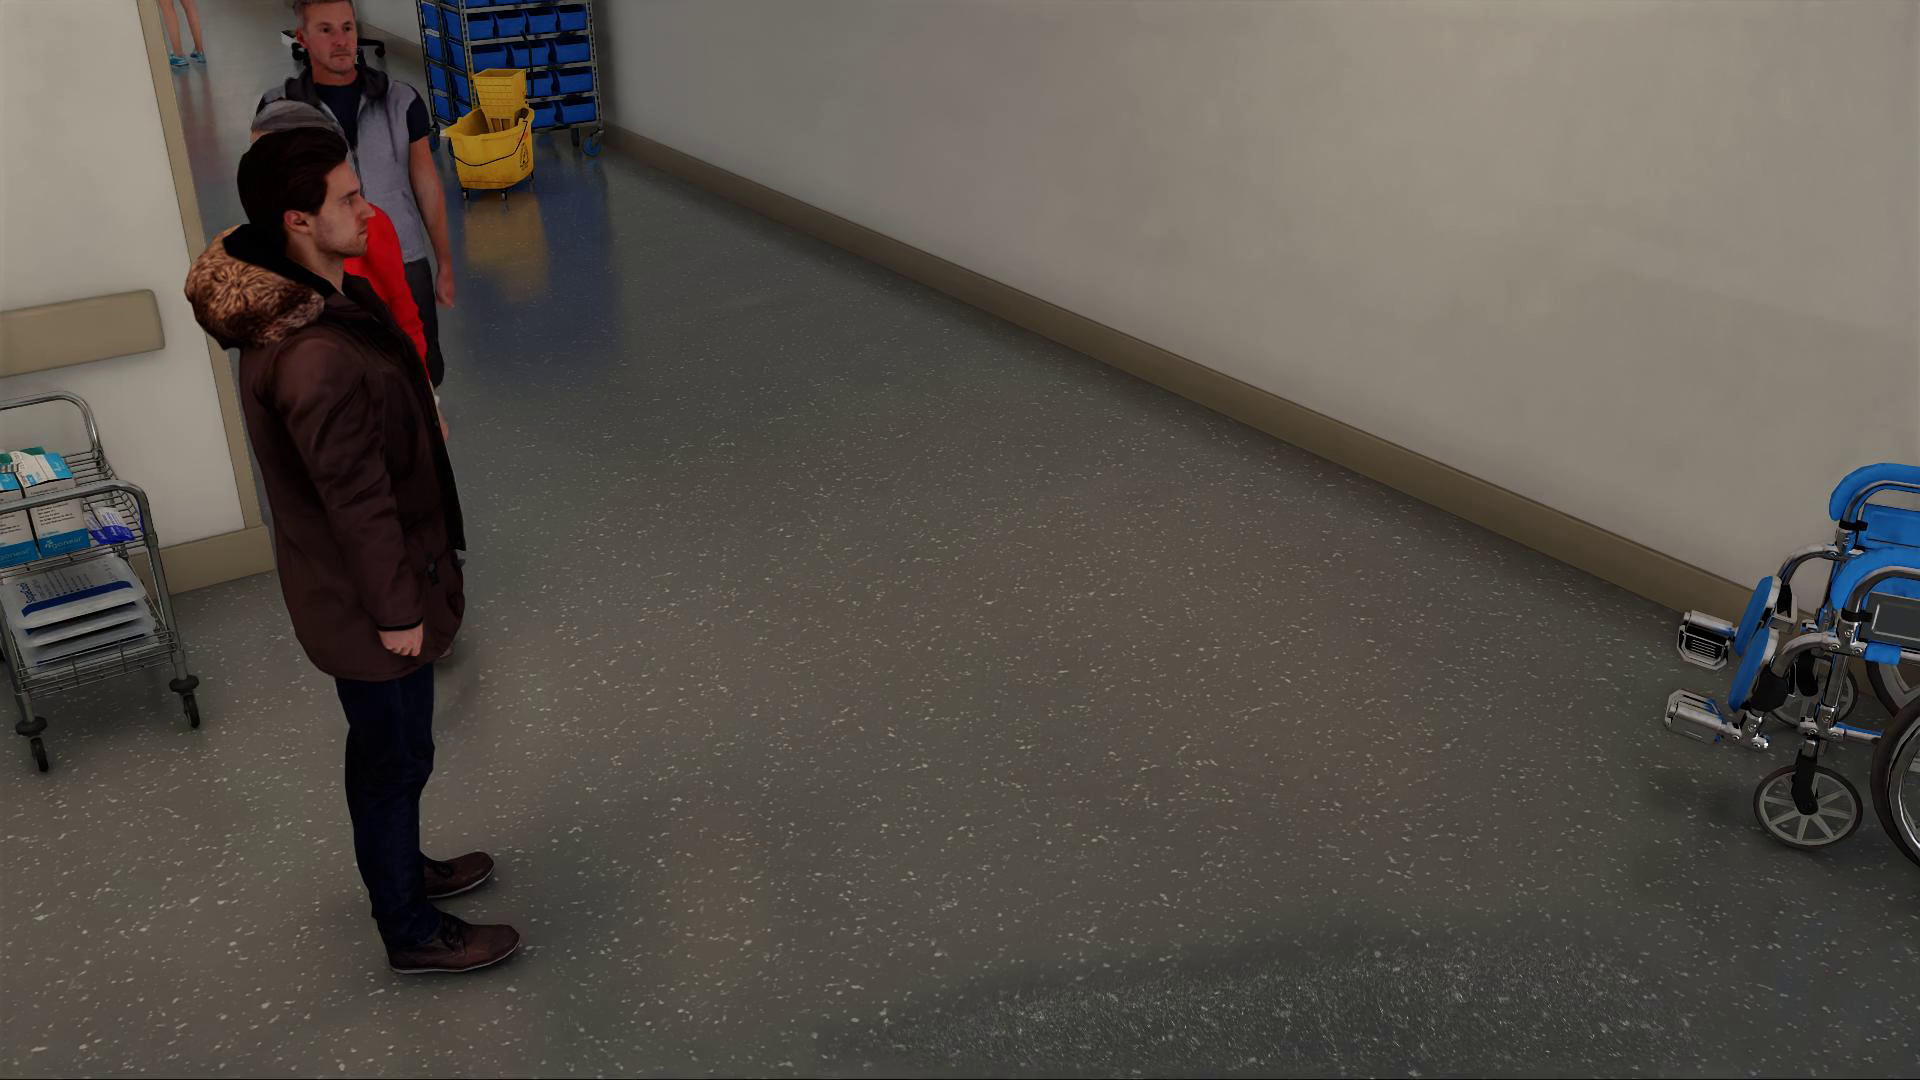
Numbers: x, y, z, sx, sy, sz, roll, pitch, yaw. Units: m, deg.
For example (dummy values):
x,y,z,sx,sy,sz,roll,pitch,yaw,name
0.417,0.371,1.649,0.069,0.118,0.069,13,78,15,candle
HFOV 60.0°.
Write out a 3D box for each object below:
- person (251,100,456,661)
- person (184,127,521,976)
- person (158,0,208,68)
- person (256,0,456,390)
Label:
x,y,z,sx,sy,sz,roll,pitch,yaw,name
-1.623,-0.355,4.572,1.072,1.651,1.040,-1,26,-2,person
-1.243,0.066,3.472,0.752,1.848,0.811,-10,28,-21,person
-6.582,-4.843,13.747,0.711,1.765,0.607,18,31,33,person
-1.985,-0.904,5.529,0.984,1.808,0.790,-15,29,-28,person
